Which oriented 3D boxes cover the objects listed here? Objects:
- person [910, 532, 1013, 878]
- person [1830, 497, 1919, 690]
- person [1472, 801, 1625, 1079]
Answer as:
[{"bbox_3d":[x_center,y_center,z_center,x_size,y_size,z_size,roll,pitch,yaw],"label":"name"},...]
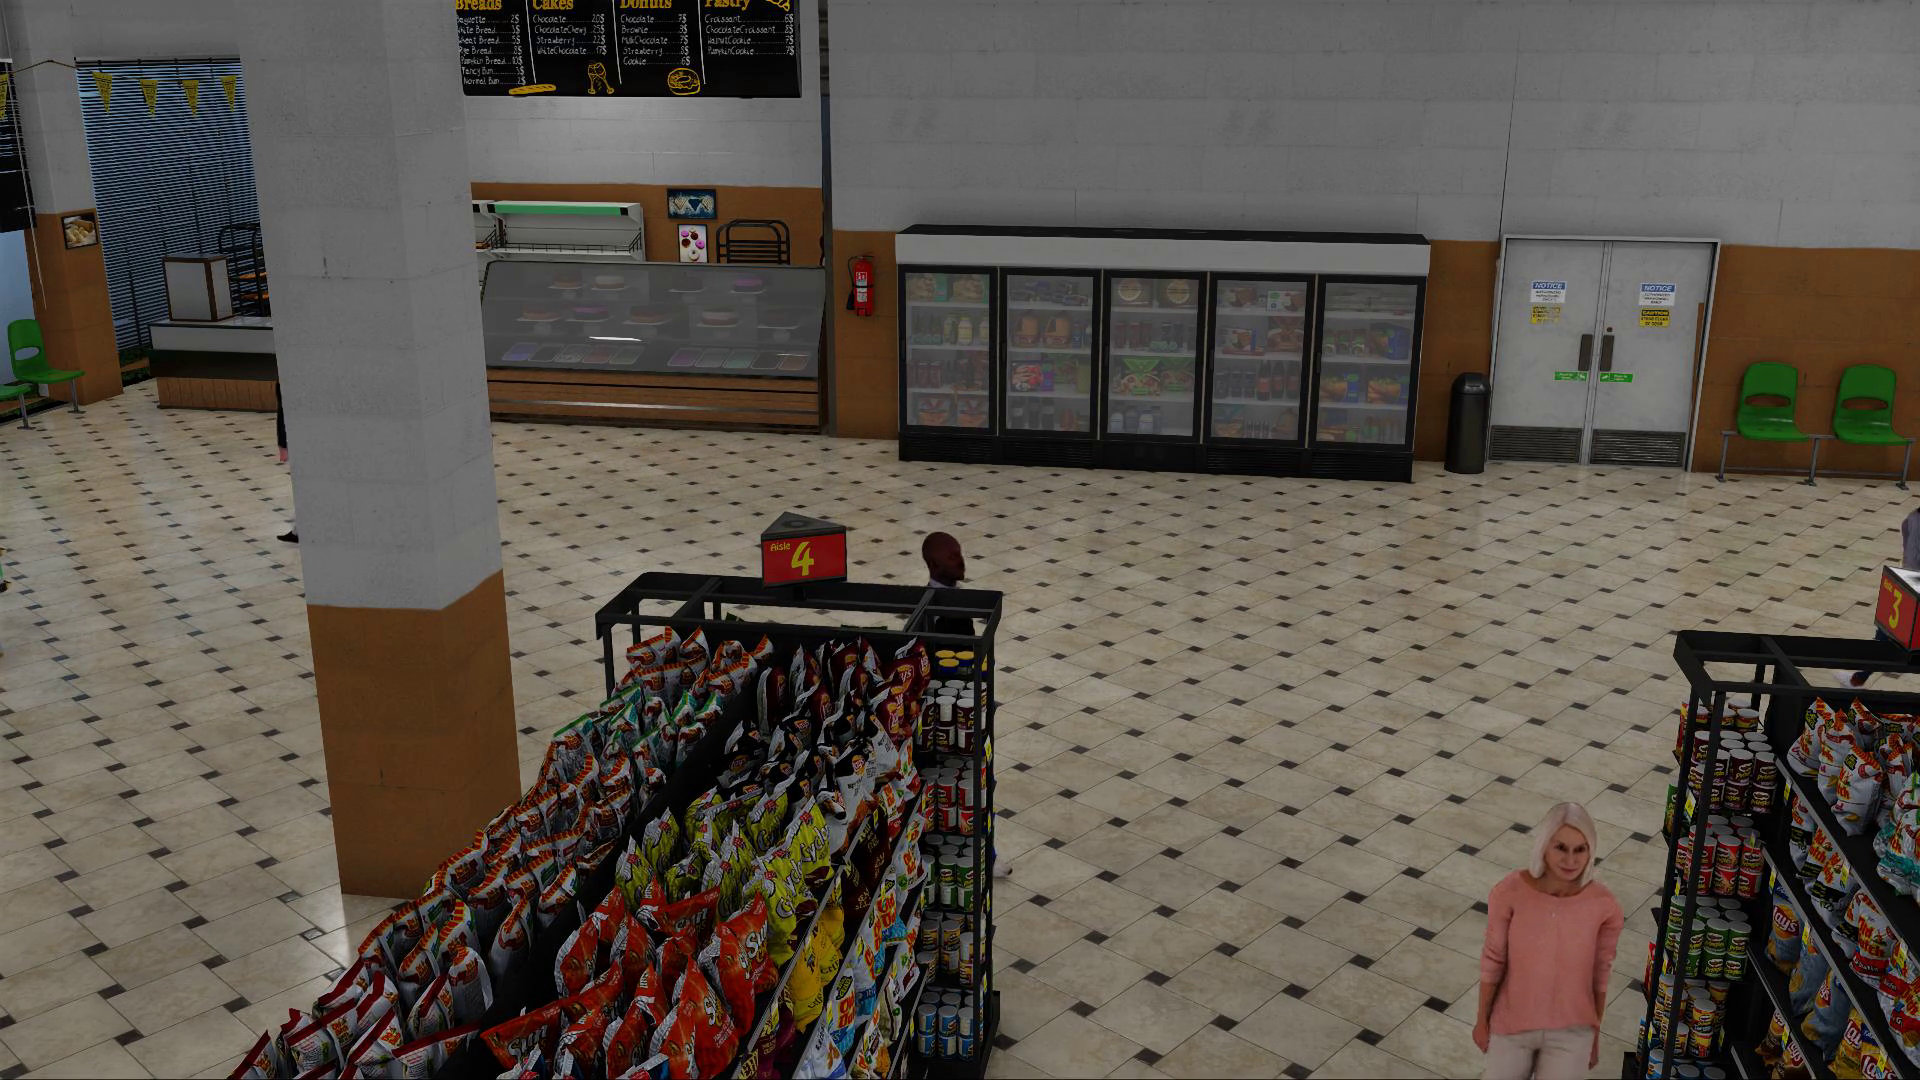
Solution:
[{"bbox_3d":[-0.161,0.814,8.569,0.851,1.807,1.111,6,18,18],"label":"person"},{"bbox_3d":[5.991,0.382,10.199,0.953,1.686,1.230,-4,17,-14],"label":"person"},{"bbox_3d":[2.046,1.678,5.891,0.639,1.711,0.951,4,17,13],"label":"person"}]
